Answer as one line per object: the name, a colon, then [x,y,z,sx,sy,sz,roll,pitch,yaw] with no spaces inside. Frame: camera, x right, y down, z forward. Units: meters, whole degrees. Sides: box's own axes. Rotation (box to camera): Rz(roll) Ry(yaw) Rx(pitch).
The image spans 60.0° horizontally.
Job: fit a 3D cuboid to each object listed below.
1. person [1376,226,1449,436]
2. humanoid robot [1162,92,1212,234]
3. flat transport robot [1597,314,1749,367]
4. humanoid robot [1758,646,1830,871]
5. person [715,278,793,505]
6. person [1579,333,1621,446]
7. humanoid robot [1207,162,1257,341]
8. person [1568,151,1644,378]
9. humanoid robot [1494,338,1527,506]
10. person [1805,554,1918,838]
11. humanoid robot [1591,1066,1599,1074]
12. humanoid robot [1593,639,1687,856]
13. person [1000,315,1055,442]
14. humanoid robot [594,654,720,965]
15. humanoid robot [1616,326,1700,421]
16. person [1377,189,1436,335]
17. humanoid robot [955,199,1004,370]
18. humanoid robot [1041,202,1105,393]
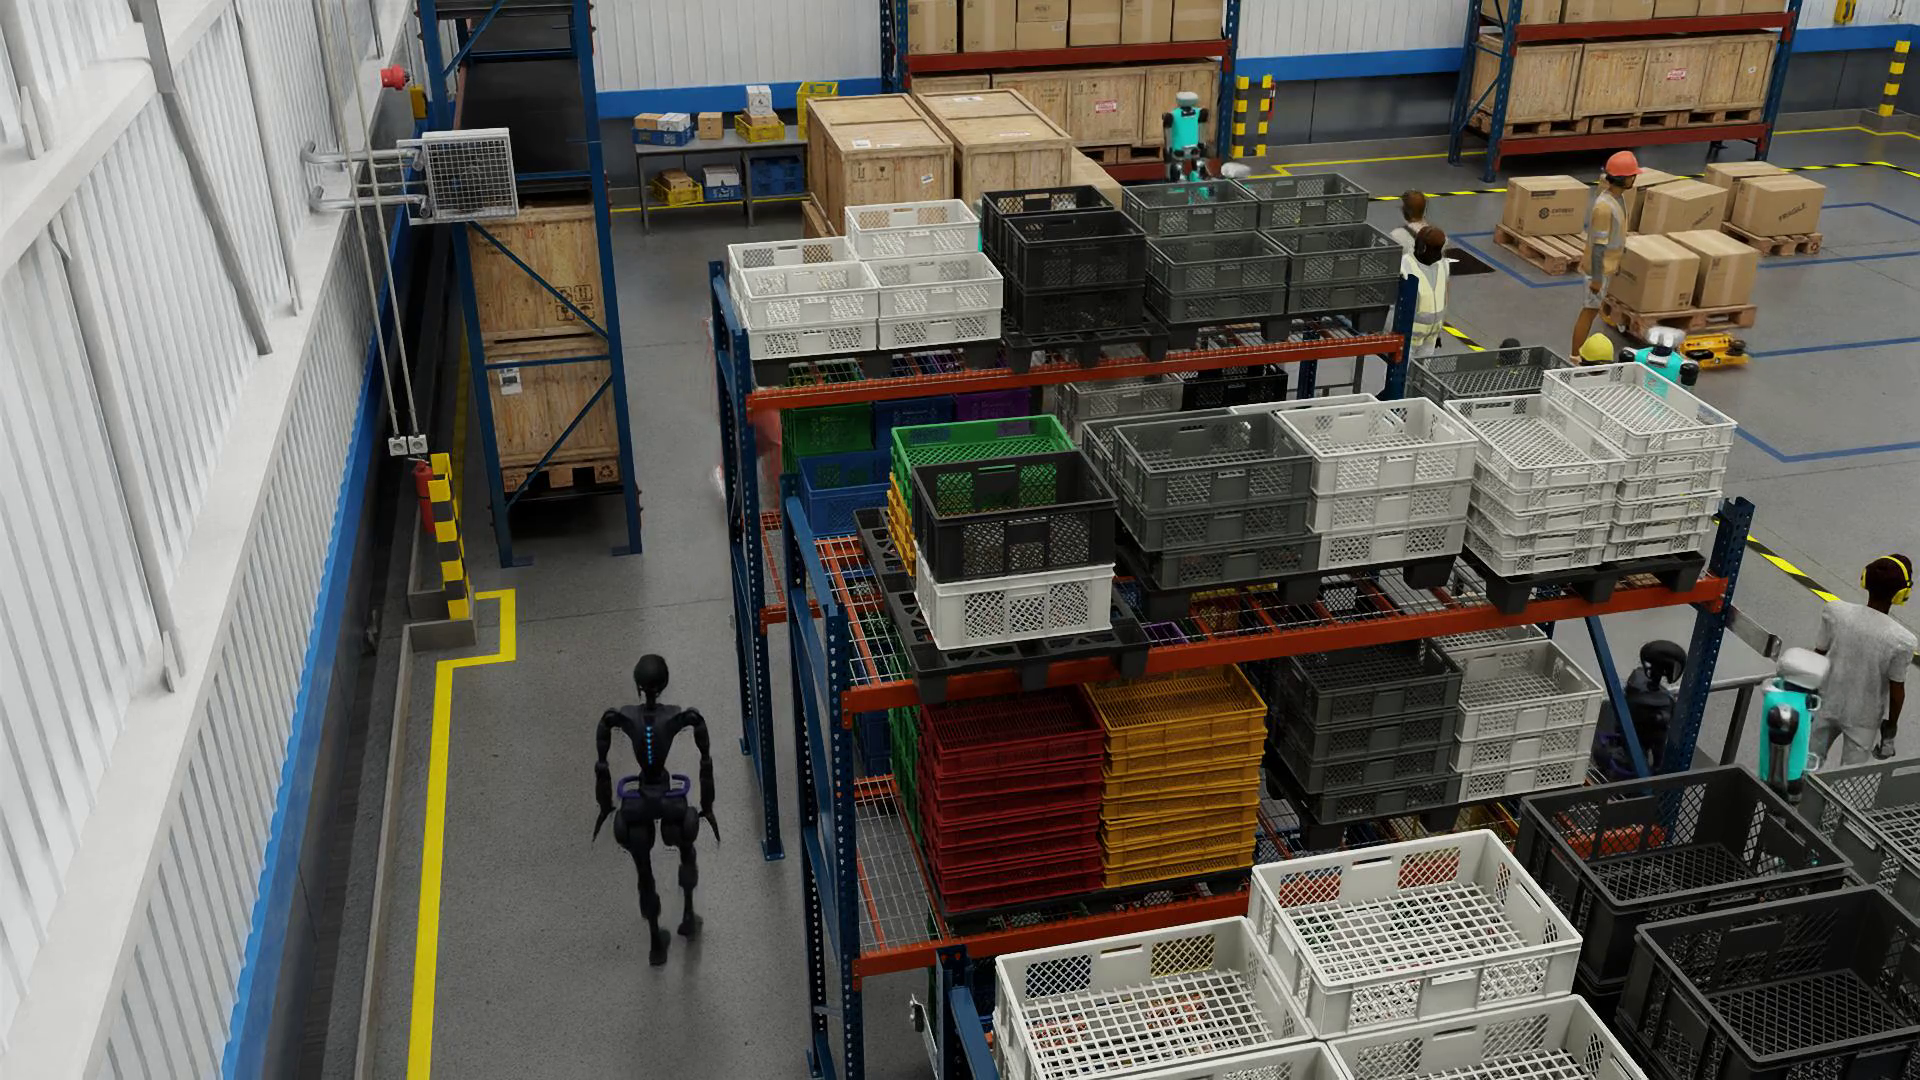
person: [3.695,-1.663,13.530,0.628,1.835,0.429,-15,31,-26]
humanoid robot: [2.522,-3.850,17.827,0.537,1.771,1.025,-10,30,-19]
flat transport robot: [6.761,-1.996,15.803,0.652,0.197,1.431,-6,28,-12]
humanoid robot: [4.052,1.396,7.864,0.788,1.824,0.554,14,31,25]
person: [-1.490,-1.075,12.382,0.910,1.863,0.648,13,30,23]
person: [4.299,-0.590,11.553,0.532,1.772,0.295,5,28,9]
humanoid robot: [2.721,-2.751,15.718,0.969,1.774,0.564,-24,36,-38]
person: [5.711,-2.428,14.750,0.366,2.045,0.613,14,31,25]
humanoid robot: [3.766,-0.632,11.723,0.599,1.653,0.315,-1,28,-2]
person: [4.606,0.907,8.609,0.329,1.872,0.509,-19,33,-32]
humanoid robot: [2.001,2.492,5.822,0.633,1.631,0.598,-5,28,-10]
humanoid robot: [3.345,1.196,8.264,0.350,1.652,0.608,1,28,3]
person: [0.515,-1.366,12.919,0.514,1.873,0.328,17,32,29]
humanoid robot: [-1.480,1.310,8.051,0.613,1.648,0.371,-3,28,-5]
humanoid robot: [4.903,-0.787,11.820,0.533,1.677,0.735,17,32,29]
person: [3.864,-2.136,14.425,0.532,1.827,0.445,-10,29,-18]
humanoid robot: [0.090,-2.048,14.286,0.675,1.736,0.531,-16,32,-28]
humanoid robot: [1.118,-2.120,14.485,0.907,1.739,0.548,-15,31,-26]
